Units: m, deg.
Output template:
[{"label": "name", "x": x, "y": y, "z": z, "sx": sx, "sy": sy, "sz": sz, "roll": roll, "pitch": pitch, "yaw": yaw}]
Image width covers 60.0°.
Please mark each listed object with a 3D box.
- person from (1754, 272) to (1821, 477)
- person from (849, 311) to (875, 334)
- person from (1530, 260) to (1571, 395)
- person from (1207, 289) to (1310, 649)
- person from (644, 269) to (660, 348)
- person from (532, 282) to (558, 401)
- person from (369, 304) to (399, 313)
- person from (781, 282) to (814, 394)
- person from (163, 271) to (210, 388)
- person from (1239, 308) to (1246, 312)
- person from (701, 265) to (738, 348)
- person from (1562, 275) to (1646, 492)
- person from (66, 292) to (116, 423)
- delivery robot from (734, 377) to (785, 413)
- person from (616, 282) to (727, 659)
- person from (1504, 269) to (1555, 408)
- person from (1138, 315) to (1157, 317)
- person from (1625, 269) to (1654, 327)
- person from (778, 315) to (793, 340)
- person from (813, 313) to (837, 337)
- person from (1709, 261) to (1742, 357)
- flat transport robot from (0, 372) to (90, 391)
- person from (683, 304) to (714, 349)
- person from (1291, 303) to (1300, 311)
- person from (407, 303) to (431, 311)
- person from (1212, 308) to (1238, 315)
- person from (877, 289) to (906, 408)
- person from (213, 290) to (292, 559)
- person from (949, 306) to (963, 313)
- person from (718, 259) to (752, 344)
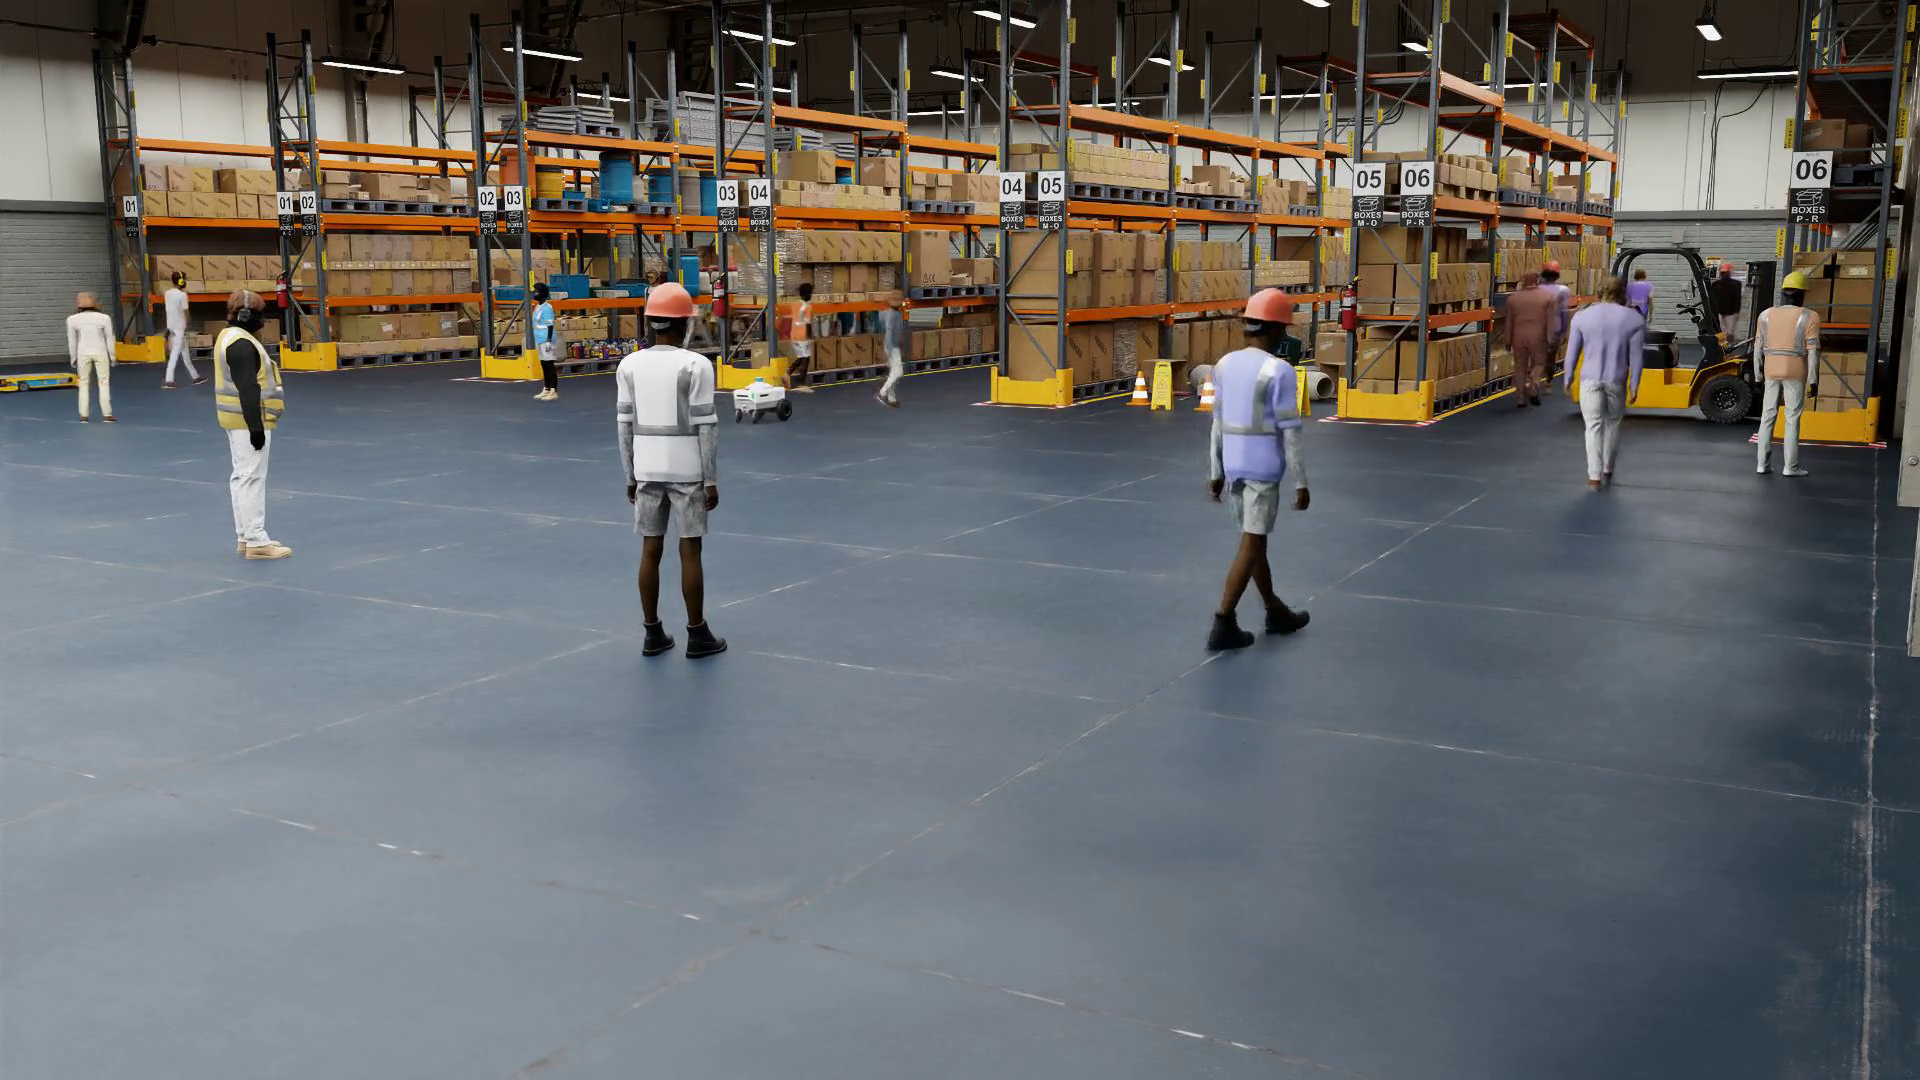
[{"label": "person", "x": 7.809, "y": -1.559, "z": 15.704, "sx": 0.382, "sy": 1.922, "sz": 0.594, "roll": -8, "pitch": 12, "yaw": -38}, {"label": "person", "x": -2.051, "y": -4.891, "z": 35.350, "sx": 0.665, "sy": 1.878, "sz": 1.050, "roll": 7, "pitch": 12, "yaw": 37}, {"label": "person", "x": 8.689, "y": -3.131, "z": 24.638, "sx": 0.611, "sy": 2.024, "sz": 0.757, "roll": 5, "pitch": 11, "yaw": 28}, {"label": "person", "x": 1.629, "y": -0.379, "z": 8.869, "sx": 0.819, "sy": 1.899, "sz": 0.569, "roll": -6, "pitch": 11, "yaw": -32}, {"label": "person", "x": -5.417, "y": -3.895, "z": 29.616, "sx": 0.514, "sy": 1.844, "sz": 0.328, "roll": 5, "pitch": 11, "yaw": 28}, {"label": "person", "x": -5.973, "y": -2.848, "z": 23.917, "sx": 0.321, "sy": 1.696, "sz": 0.537, "roll": -6, "pitch": 11, "yaw": -30}, {"label": "person", "x": -11.736, "y": -4.634, "z": 33.936, "sx": 0.647, "sy": 1.853, "sz": 1.007, "roll": -1, "pitch": 10, "yaw": -5}, {"label": "person", "x": -2.397, "y": -3.023, "z": 24.974, "sx": 0.452, "sy": 1.677, "sz": 0.555, "roll": -6, "pitch": 11, "yaw": -32}, {"label": "person", "x": -12.316, "y": -3.339, "z": 26.416, "sx": 0.553, "sy": 1.824, "sz": 0.947, "roll": 6, "pitch": 11, "yaw": 32}, {"label": "person", "x": 6.641, "y": -5.402, "z": 37.865, "sx": 0.704, "sy": 2.000, "sz": 0.605, "roll": 9, "pitch": 13, "yaw": 41}, {"label": "person", "x": -5.304, "y": -5.080, "z": 36.489, "sx": 1.041, "sy": 1.876, "sz": 0.540, "roll": -6, "pitch": 11, "yaw": -32}, {"label": "person", "x": 5.761, "y": -1.416, "z": 14.936, "sx": 0.652, "sy": 1.891, "sz": 0.981, "roll": 3, "pitch": 10, "yaw": 15}, {"label": "person", "x": -10.842, "y": -2.268, "z": 20.742, "sx": 0.551, "sy": 1.627, "sz": 0.286, "roll": -4, "pitch": 10, "yaw": -20}, {"label": "delivery robot", "x": -2.513, "y": -1.802, "z": 20.858, "sx": 0.477, "sy": 0.478, "sz": 0.707, "roll": 6, "pitch": 11, "yaw": 30}, {"label": "person", "x": -1.489, "y": -0.353, "z": 8.603, "sx": 0.547, "sy": 1.938, "sz": 0.377, "roll": 3, "pitch": 10, "yaw": 18}, {"label": "person", "x": 7.805, "y": -2.754, "z": 22.794, "sx": 0.686, "sy": 1.887, "sz": 0.498, "roll": 6, "pitch": 11, "yaw": 30}, {"label": "person", "x": 3.831, "y": -4.723, "z": 34.346, "sx": 0.653, "sy": 1.883, "sz": 1.007, "roll": 10, "pitch": 14, "yaw": 44}, {"label": "person", "x": 13.770, "y": -4.587, "z": 33.794, "sx": 0.583, "sy": 1.792, "sz": 1.000, "roll": 5, "pitch": 11, "yaw": 26}, {"label": "person", "x": -3.299, "y": -4.297, "z": 32.252, "sx": 0.530, "sy": 1.752, "sz": 0.554, "roll": 4, "pitch": 10, "yaw": 22}, {"label": "person", "x": -2.657, "y": -4.164, "z": 31.336, "sx": 0.629, "sy": 1.792, "sz": 0.889, "roll": 1, "pitch": 10, "yaw": 8}, {"label": "person", "x": 15.058, "y": -4.497, "z": 32.757, "sx": 0.618, "sy": 1.975, "sz": 0.800, "roll": 6, "pitch": 12, "yaw": 32}, {"label": "flat transport robot", "x": -14.412, "y": -2.466, "z": 25.852, "sx": 0.652, "sy": 0.197, "sz": 1.431, "roll": 6, "pitch": 12, "yaw": 32}, {"label": "person", "x": -5.549, "y": -4.712, "z": 35.148, "sx": 0.520, "sy": 1.590, "sz": 0.866, "roll": 8, "pitch": 12, "yaw": 38}, {"label": "person", "x": 7.479, "y": -5.243, "z": 37.492, "sx": 0.536, "sy": 1.845, "sz": 0.743, "roll": 6, "pitch": 12, "yaw": 33}, {"label": "person", "x": -11.206, "y": -4.708, "z": 34.407, "sx": 0.591, "sy": 1.833, "sz": 0.404, "roll": 5, "pitch": 11, "yaw": 27}, {"label": "person", "x": 5.823, "y": -5.113, "z": 36.439, "sx": 0.633, "sy": 1.951, "sz": 0.612, "roll": 6, "pitch": 11, "yaw": 29}, {"label": "person", "x": -0.874, "y": -2.594, "z": 22.643, "sx": 0.331, "sy": 1.618, "sz": 0.510, "roll": 2, "pitch": 10, "yaw": 11}, {"label": "person", "x": -4.879, "y": -0.791, "z": 11.460, "sx": 0.429, "sy": 1.842, "sz": 0.622, "roll": -6, "pitch": 11, "yaw": -31}, {"label": "person", "x": -0.085, "y": -4.900, "z": 35.950, "sx": 0.497, "sy": 1.673, "sz": 0.831, "roll": 7, "pitch": 12, "yaw": 36}, {"label": "person", "x": -5.290, "y": -5.594, "z": 39.129, "sx": 0.631, "sy": 1.989, "sz": 1.053, "roll": 6, "pitch": 11, "yaw": 32}]
